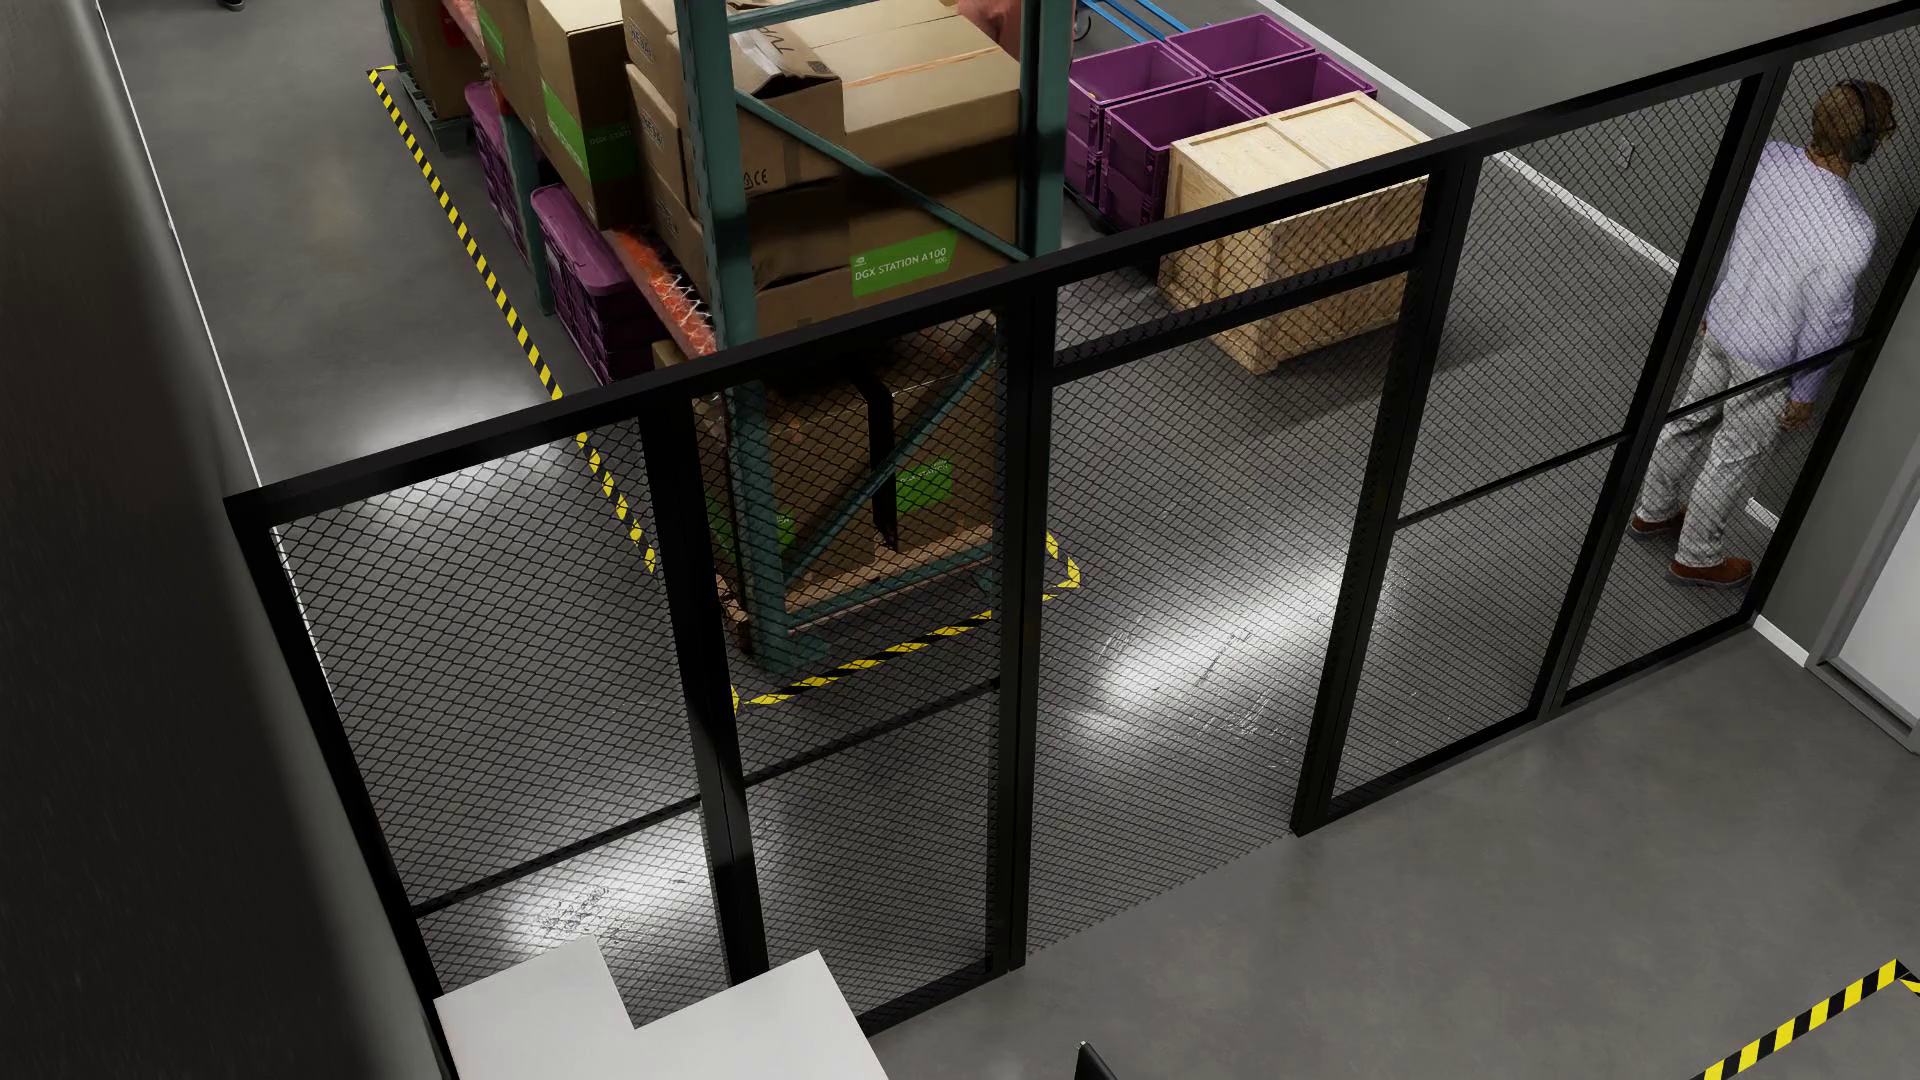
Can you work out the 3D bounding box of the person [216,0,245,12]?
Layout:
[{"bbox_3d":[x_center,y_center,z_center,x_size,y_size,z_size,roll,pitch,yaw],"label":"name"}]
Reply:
[{"bbox_3d":[-4.202,-3.895,9.284,0.593,1.831,0.404,-25,48,-25],"label":"person"}]

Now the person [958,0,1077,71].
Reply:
[{"bbox_3d":[0.212,-1.810,6.883,0.609,1.996,0.383,-30,50,-29],"label":"person"}]

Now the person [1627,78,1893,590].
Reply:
[{"bbox_3d":[2.733,-0.667,5.674,0.361,1.939,0.635,-9,43,-9],"label":"person"}]
